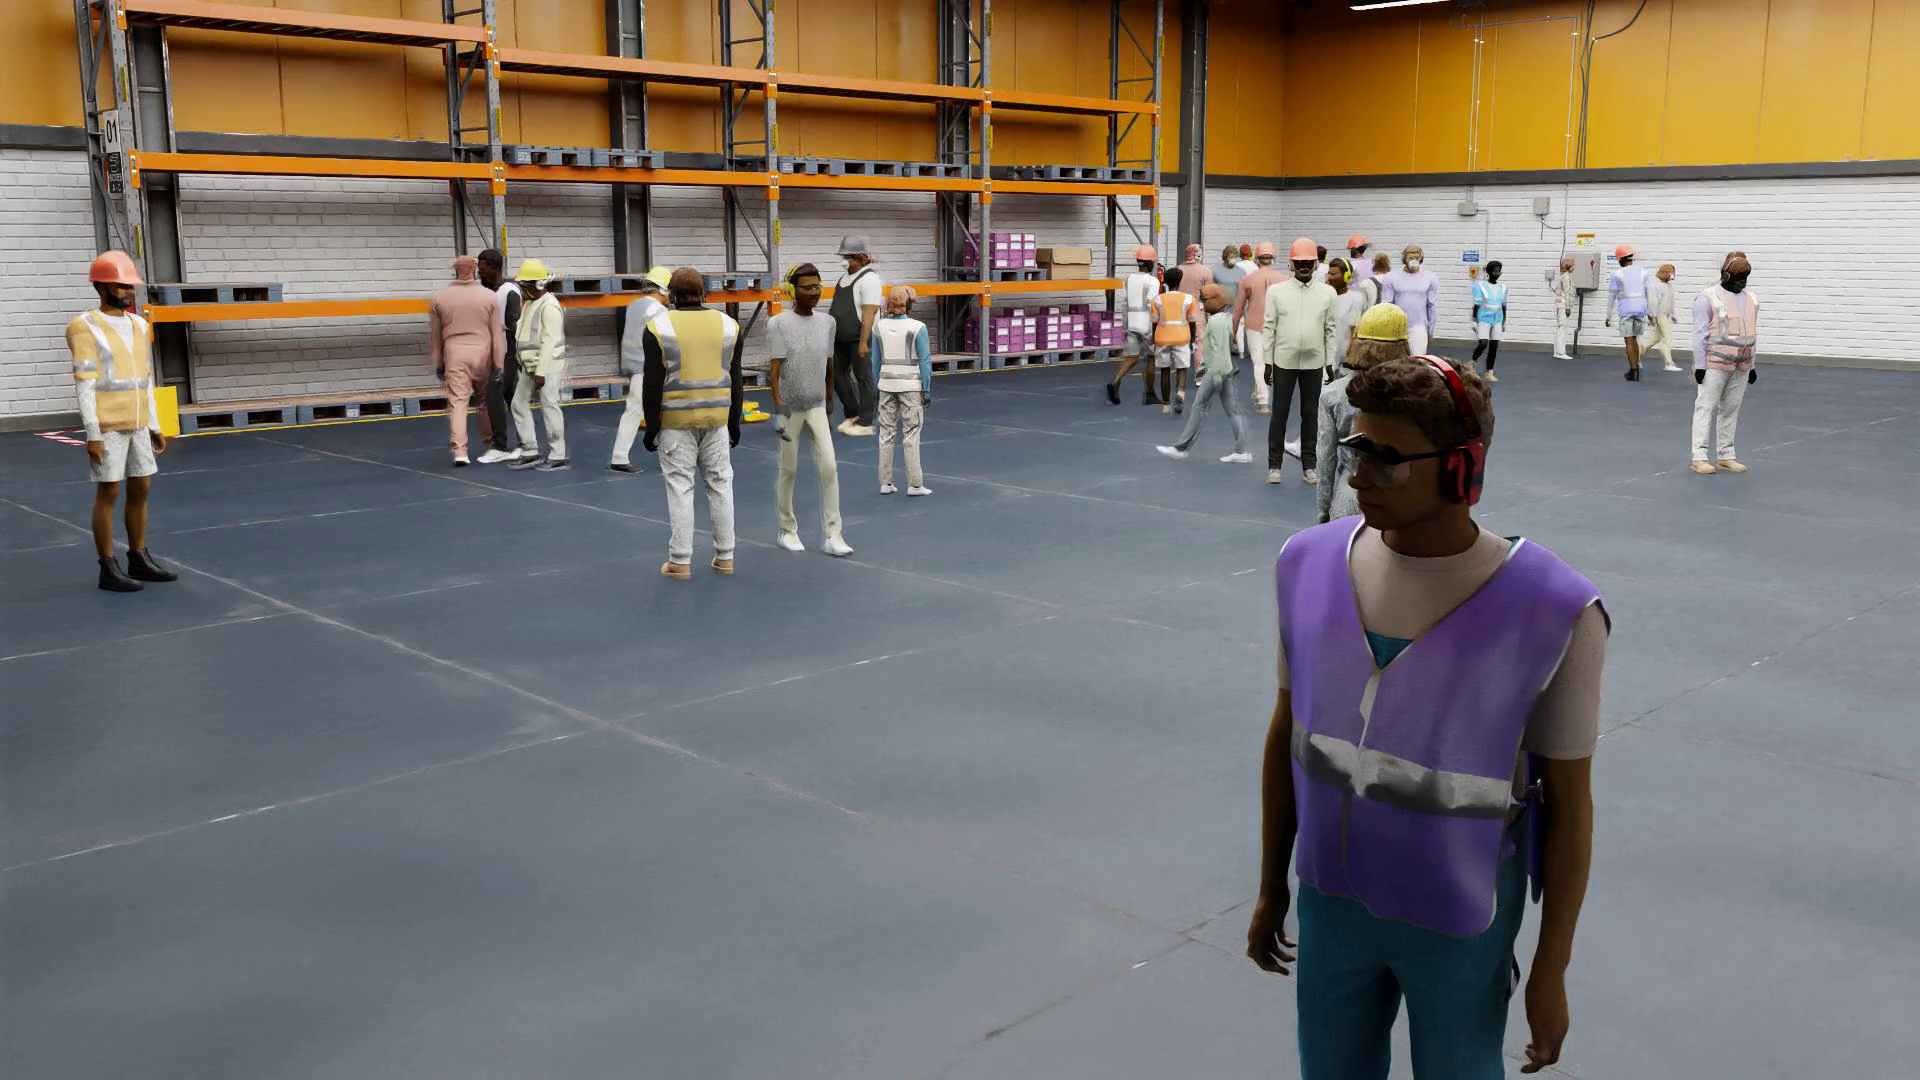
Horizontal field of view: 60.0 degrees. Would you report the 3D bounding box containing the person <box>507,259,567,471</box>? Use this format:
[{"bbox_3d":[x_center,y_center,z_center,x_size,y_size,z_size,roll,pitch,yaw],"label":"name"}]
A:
[{"bbox_3d":[-3.664,-1.475,14.190,0.591,1.811,0.609,-7,13,-34],"label":"person"}]

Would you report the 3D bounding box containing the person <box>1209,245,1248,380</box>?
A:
[{"bbox_3d":[3.743,-3.168,23.258,0.637,1.874,1.053,-3,11,-18],"label":"person"}]

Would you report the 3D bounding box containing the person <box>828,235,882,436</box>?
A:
[{"bbox_3d":[-1.072,-2.062,16.787,0.535,2.000,0.712,-6,12,-31],"label":"person"}]

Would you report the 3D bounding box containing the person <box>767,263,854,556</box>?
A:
[{"bbox_3d":[-0.950,-0.802,10.458,0.506,1.844,0.840,-5,12,-27],"label":"person"}]

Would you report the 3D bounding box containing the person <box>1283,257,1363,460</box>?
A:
[{"bbox_3d":[3.346,-1.603,14.898,0.985,1.820,0.549,-5,11,-25],"label":"person"}]

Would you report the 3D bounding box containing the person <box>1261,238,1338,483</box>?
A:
[{"bbox_3d":[2.770,-1.451,13.585,0.608,1.995,0.377,0,10,0],"label":"person"}]

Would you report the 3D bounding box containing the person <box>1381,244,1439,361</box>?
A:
[{"bbox_3d":[5.080,-2.383,18.886,0.650,1.919,0.640,2,11,13],"label":"person"}]

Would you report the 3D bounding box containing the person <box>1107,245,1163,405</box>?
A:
[{"bbox_3d":[2.110,-2.533,19.717,0.796,1.913,0.553,-9,14,-40],"label":"person"}]

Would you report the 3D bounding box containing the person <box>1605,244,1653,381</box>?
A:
[{"bbox_3d":[9.344,-3.167,23.226,0.576,1.885,0.612,0,10,-2],"label":"person"}]

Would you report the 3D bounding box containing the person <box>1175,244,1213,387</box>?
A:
[{"bbox_3d":[3.114,-3.001,22.289,0.641,1.904,0.401,7,12,32],"label":"person"}]

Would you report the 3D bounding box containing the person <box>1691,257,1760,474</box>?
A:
[{"bbox_3d":[6.546,-1.485,14.207,0.622,1.838,0.429,-3,11,-17],"label":"person"}]

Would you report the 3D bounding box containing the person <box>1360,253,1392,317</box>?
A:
[{"bbox_3d":[5.061,-2.560,20.155,0.526,1.794,0.949,0,10,3],"label":"person"}]

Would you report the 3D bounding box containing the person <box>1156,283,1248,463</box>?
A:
[{"bbox_3d":[2.190,-1.478,14.823,0.860,1.589,0.508,4,11,19],"label":"person"}]

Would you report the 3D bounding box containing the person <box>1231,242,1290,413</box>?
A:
[{"bbox_3d":[3.462,-2.441,19.165,0.636,1.933,1.065,-1,10,-5],"label":"person"}]

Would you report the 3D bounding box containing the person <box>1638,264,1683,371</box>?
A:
[{"bbox_3d":[10.541,-3.362,25.078,0.783,1.603,0.509,9,14,40],"label":"person"}]

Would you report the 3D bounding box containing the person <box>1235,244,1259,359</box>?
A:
[{"bbox_3d":[4.719,-3.933,27.444,0.634,1.868,0.630,3,11,14],"label":"person"}]

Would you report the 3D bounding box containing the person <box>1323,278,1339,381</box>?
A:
[{"bbox_3d":[4.235,-2.234,18.973,0.535,1.590,0.844,1,10,5],"label":"person"}]

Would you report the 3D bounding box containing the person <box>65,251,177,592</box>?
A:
[{"bbox_3d":[-4.789,-0.676,9.516,0.376,1.937,0.544,3,11,17],"label":"person"}]

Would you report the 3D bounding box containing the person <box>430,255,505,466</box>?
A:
[{"bbox_3d":[-4.376,-1.603,14.826,0.653,1.845,1.024,-1,10,-8],"label":"person"}]

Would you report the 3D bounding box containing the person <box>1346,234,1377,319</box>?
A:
[{"bbox_3d":[5.738,-3.392,24.067,0.649,2.027,0.426,-7,12,-32],"label":"person"}]

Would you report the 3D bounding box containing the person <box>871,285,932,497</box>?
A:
[{"bbox_3d":[-0.455,-1.150,12.911,0.515,1.641,0.309,5,12,27],"label":"person"}]

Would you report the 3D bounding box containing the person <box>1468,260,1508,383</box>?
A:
[{"bbox_3d":[7.277,-3.010,22.900,0.540,1.682,0.427,-2,11,-13],"label":"person"}]

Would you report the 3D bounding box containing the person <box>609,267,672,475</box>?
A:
[{"bbox_3d":[-2.635,-1.452,14.290,1.018,1.737,0.605,-7,13,-35],"label":"person"}]

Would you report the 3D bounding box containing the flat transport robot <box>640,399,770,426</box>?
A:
[{"bbox_3d":[-2.826,-1.376,17.876,1.431,0.197,0.652,-7,13,-35],"label":"flat transport robot"}]

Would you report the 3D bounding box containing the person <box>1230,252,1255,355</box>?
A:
[{"bbox_3d":[4.814,-3.919,27.748,0.791,1.731,0.529,-8,13,-35],"label":"person"}]

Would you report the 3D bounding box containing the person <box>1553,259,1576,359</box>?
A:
[{"bbox_3d":[9.923,-3.789,27.291,0.307,1.643,0.514,2,11,10],"label":"person"}]

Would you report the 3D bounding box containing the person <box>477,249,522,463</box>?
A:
[{"bbox_3d":[-4.168,-1.641,14.885,0.736,1.888,0.625,-7,13,-34],"label":"person"}]

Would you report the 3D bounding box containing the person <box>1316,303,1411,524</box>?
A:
[{"bbox_3d":[1.747,-0.121,7.015,0.493,1.743,0.295,6,12,30],"label":"person"}]

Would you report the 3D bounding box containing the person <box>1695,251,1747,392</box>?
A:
[{"bbox_3d":[9.885,-2.816,21.488,0.619,1.827,0.645,9,14,42],"label":"person"}]

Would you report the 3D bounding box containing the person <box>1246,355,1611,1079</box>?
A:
[{"bbox_3d":[0.746,0.616,2.736,0.564,1.839,0.395,10,14,43],"label":"person"}]

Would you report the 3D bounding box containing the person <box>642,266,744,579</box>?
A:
[{"bbox_3d":[-1.587,-0.689,9.854,0.633,1.839,0.429,-6,12,-30],"label":"person"}]

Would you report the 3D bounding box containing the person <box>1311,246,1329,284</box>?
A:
[{"bbox_3d":[5.552,-3.610,25.724,0.582,1.863,0.368,1,10,8],"label":"person"}]

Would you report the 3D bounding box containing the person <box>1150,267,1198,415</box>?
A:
[{"bbox_3d":[2.377,-2.207,18.595,0.534,1.677,0.609,2,11,12],"label":"person"}]
